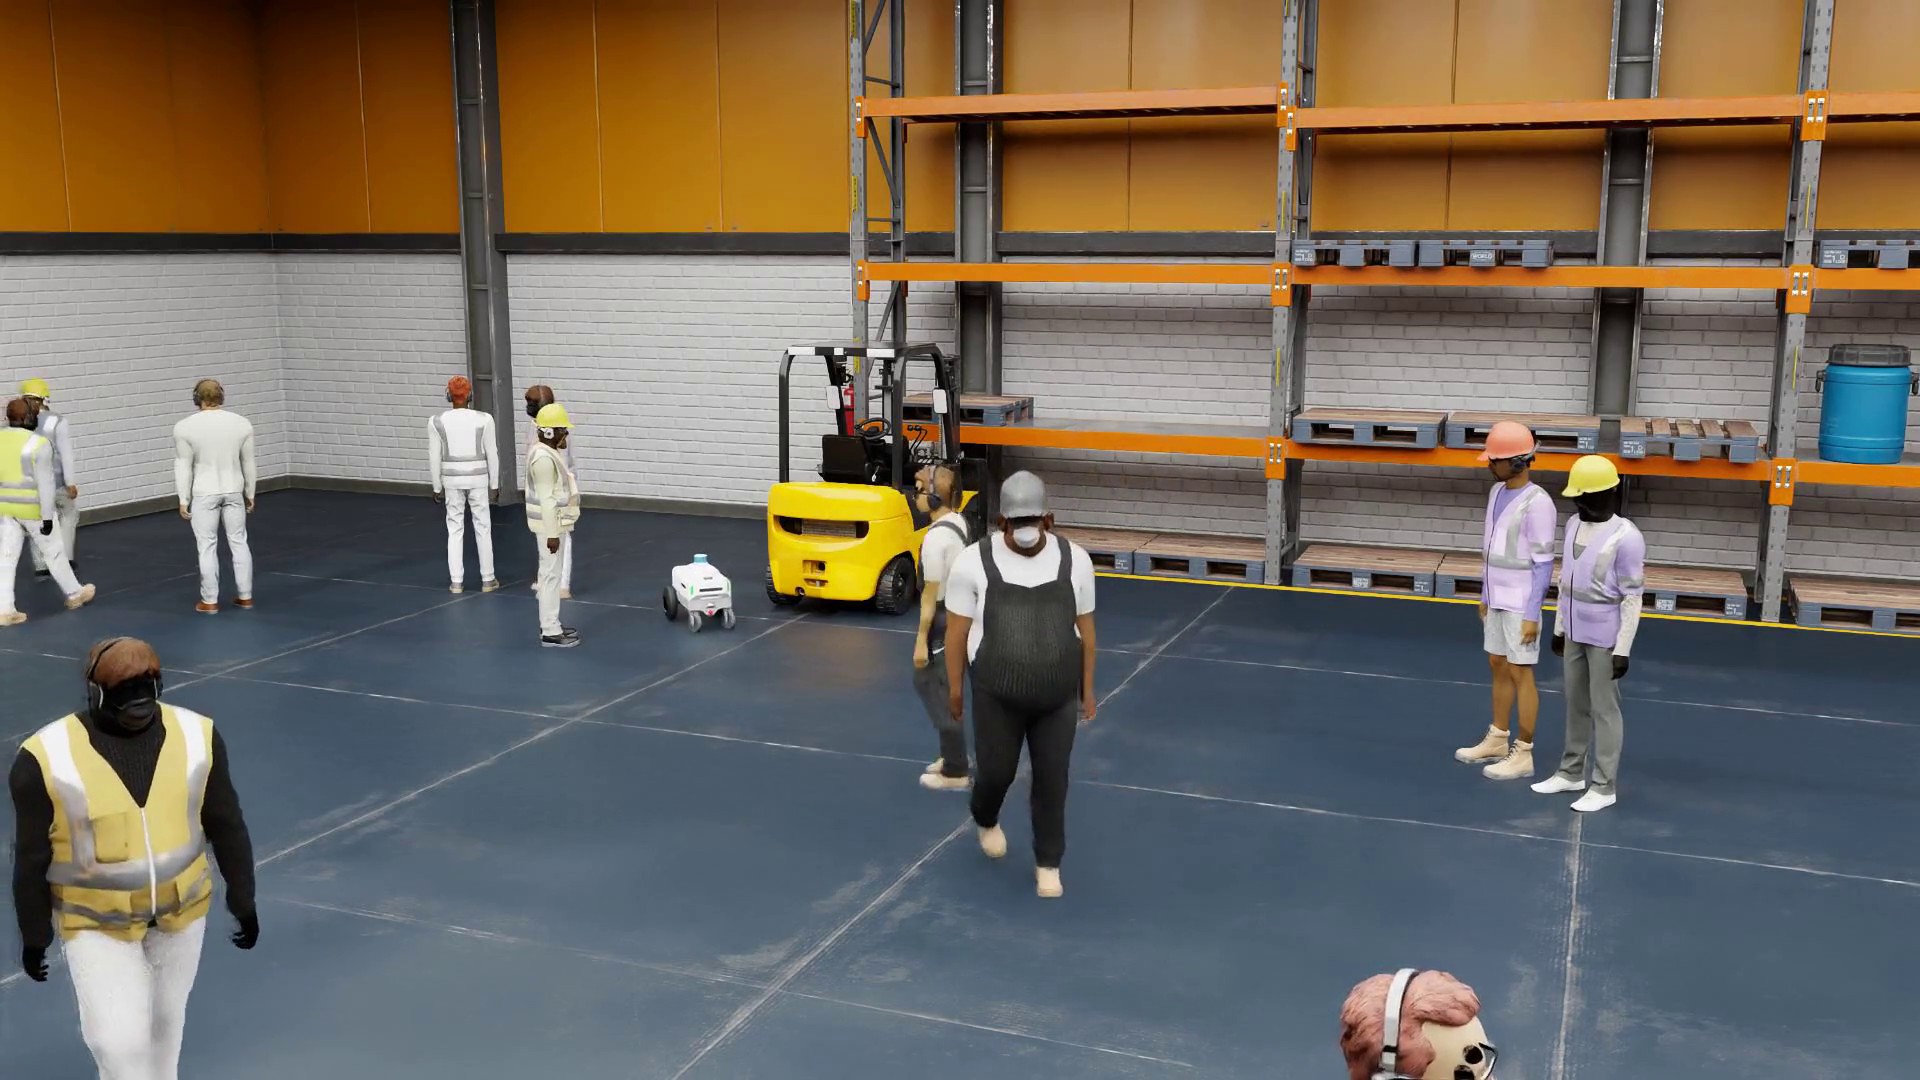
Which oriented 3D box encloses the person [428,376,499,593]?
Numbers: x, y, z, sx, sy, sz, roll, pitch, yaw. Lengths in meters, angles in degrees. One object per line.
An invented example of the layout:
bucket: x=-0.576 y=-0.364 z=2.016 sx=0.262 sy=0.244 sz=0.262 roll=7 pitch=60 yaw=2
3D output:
person: x=-4.279 y=-0.475 z=14.402 sx=0.572 sy=1.884 sz=0.356 roll=-2 pitch=10 yaw=-12

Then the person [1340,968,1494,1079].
person: x=0.705 y=1.610 z=2.715 sx=0.650 sy=1.911 sz=0.409 roll=-8 pitch=13 yaw=-39

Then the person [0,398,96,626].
person: x=-7.484 y=-0.251 z=13.414 sx=0.640 sy=1.785 sz=0.970 roll=1 pitch=10 yaw=8

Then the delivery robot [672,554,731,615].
delivery robot: x=-2.055 y=0.357 z=13.208 sx=0.477 sy=0.478 sz=0.707 roll=-4 pitch=11 yaw=-21

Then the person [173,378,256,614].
person: x=-6.089 y=-0.359 z=13.639 sx=0.634 sy=1.932 sz=0.368 roll=-10 pitch=14 yaw=-43

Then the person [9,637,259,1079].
person: x=-2.522 y=1.207 z=5.204 sx=0.667 sy=1.814 sz=0.755 roll=-10 pitch=14 yaw=-44

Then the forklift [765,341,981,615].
forklift: x=-0.739 y=-0.602 z=14.246 sx=1.214 sy=2.155 sz=2.313 roll=4 pitch=11 yaw=21

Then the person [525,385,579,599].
person: x=-3.494 y=-0.414 z=14.247 sx=0.448 sy=1.836 sz=0.680 roll=-3 pitch=11 yaw=-18

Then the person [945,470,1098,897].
person: x=0.288 y=0.639 z=7.758 sx=0.712 sy=2.000 sz=0.657 roll=-2 pitch=10 yaw=-9

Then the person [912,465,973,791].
person: x=-0.123 y=0.493 z=9.156 sx=0.458 sy=1.829 sz=0.538 roll=3 pitch=11 yaw=15

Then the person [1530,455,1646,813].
person: x=3.372 y=0.497 z=8.901 sx=0.391 sy=1.916 sz=0.586 roll=-3 pitch=11 yaw=-15

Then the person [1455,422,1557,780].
person: x=3.101 y=0.343 z=9.427 sx=0.404 sy=2.034 sz=0.609 roll=-2 pitch=10 yaw=-9

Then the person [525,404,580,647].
person: x=-3.062 y=-0.114 z=12.545 sx=0.404 sy=1.827 sz=0.600 roll=-3 pitch=10 yaw=-14

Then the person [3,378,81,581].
person: x=-8.242 y=-0.551 z=15.013 sx=0.630 sy=1.812 sz=0.544 roll=0 pitch=10 yaw=0
